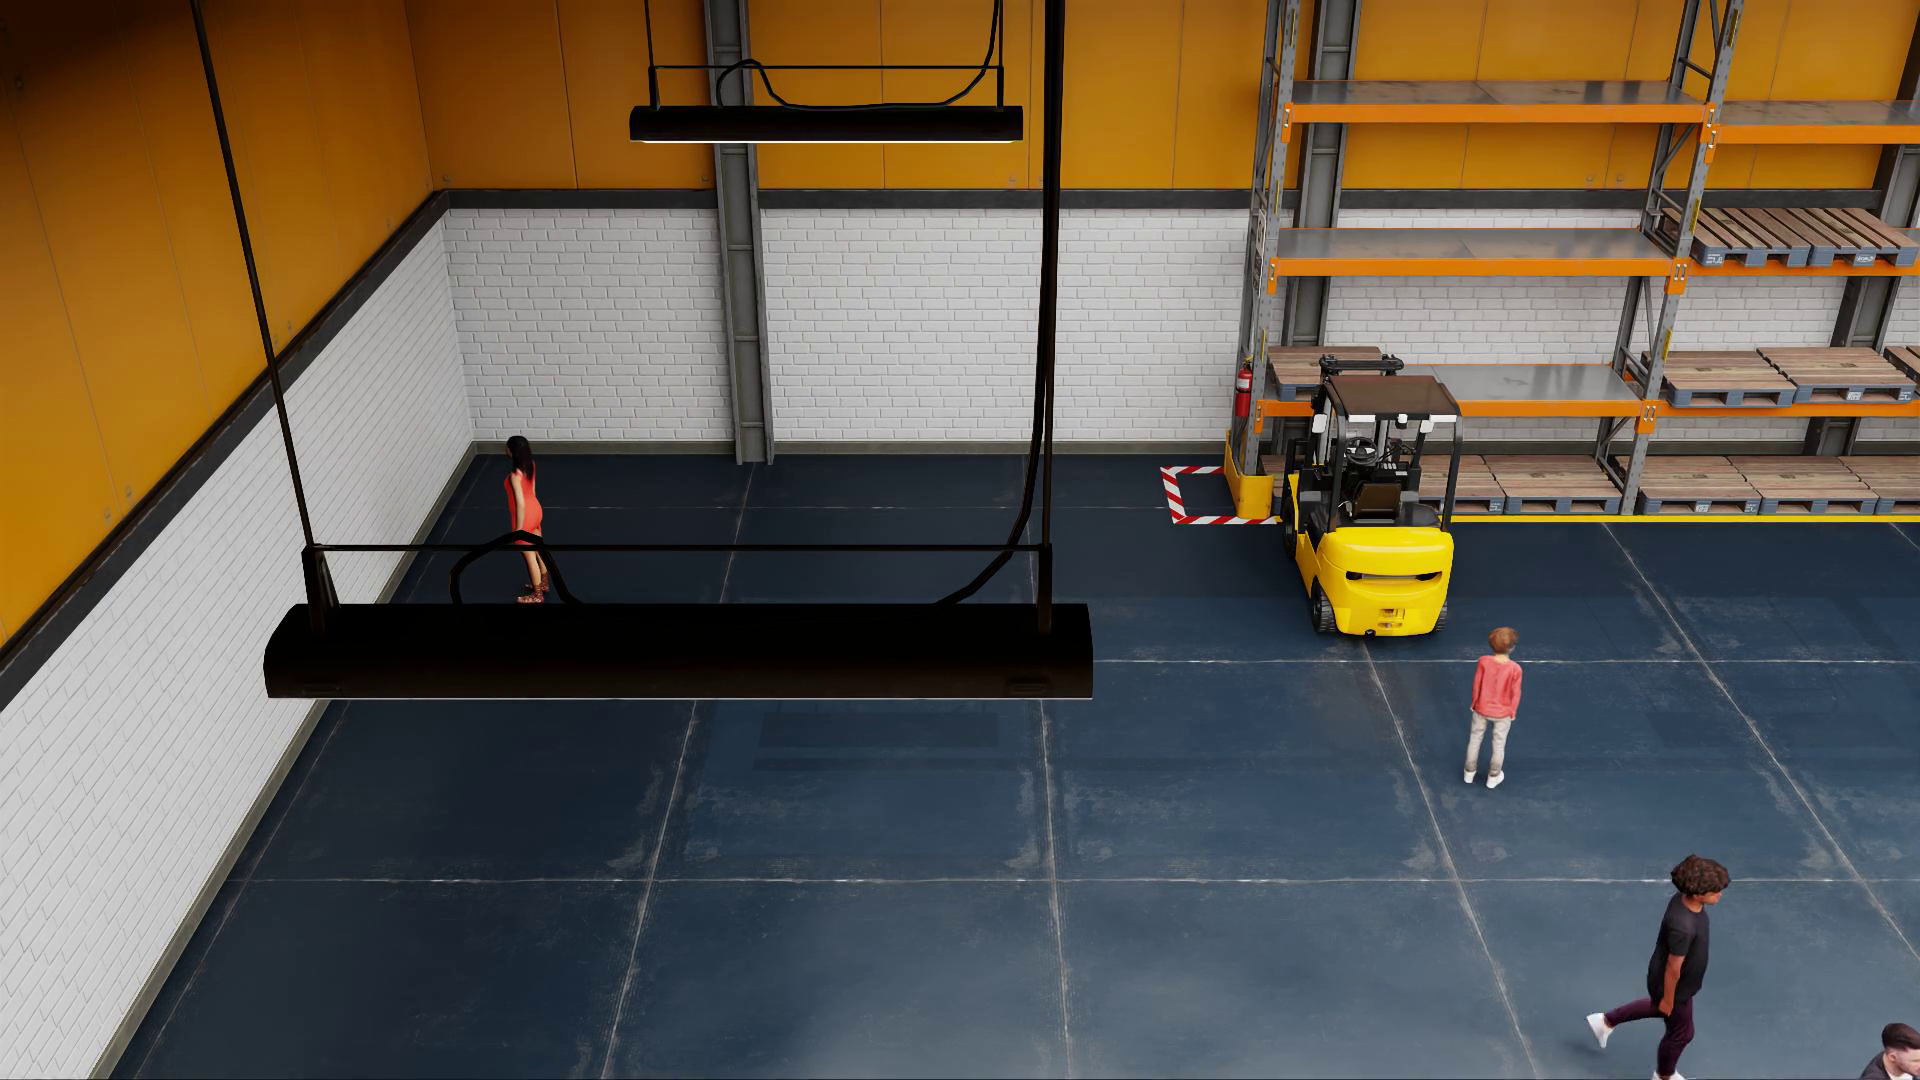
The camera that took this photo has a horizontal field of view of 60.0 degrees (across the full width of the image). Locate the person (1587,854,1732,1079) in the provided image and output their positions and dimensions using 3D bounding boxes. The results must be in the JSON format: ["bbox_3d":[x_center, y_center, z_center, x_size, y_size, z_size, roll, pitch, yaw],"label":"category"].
[{"bbox_3d":[4.355,2.652,10.288,1.071,1.764,0.896,14,31,23],"label":"person"}]

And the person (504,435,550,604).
[{"bbox_3d":[-4.050,-0.199,15.561,0.563,1.719,0.611,4,29,7],"label":"person"}]

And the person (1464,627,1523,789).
[{"bbox_3d":[4.199,1.316,13.099,0.541,1.418,0.644,15,32,26],"label":"person"}]

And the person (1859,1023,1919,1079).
[{"bbox_3d":[4.885,3.310,9.006,0.778,1.836,0.720,25,38,38],"label":"person"}]
